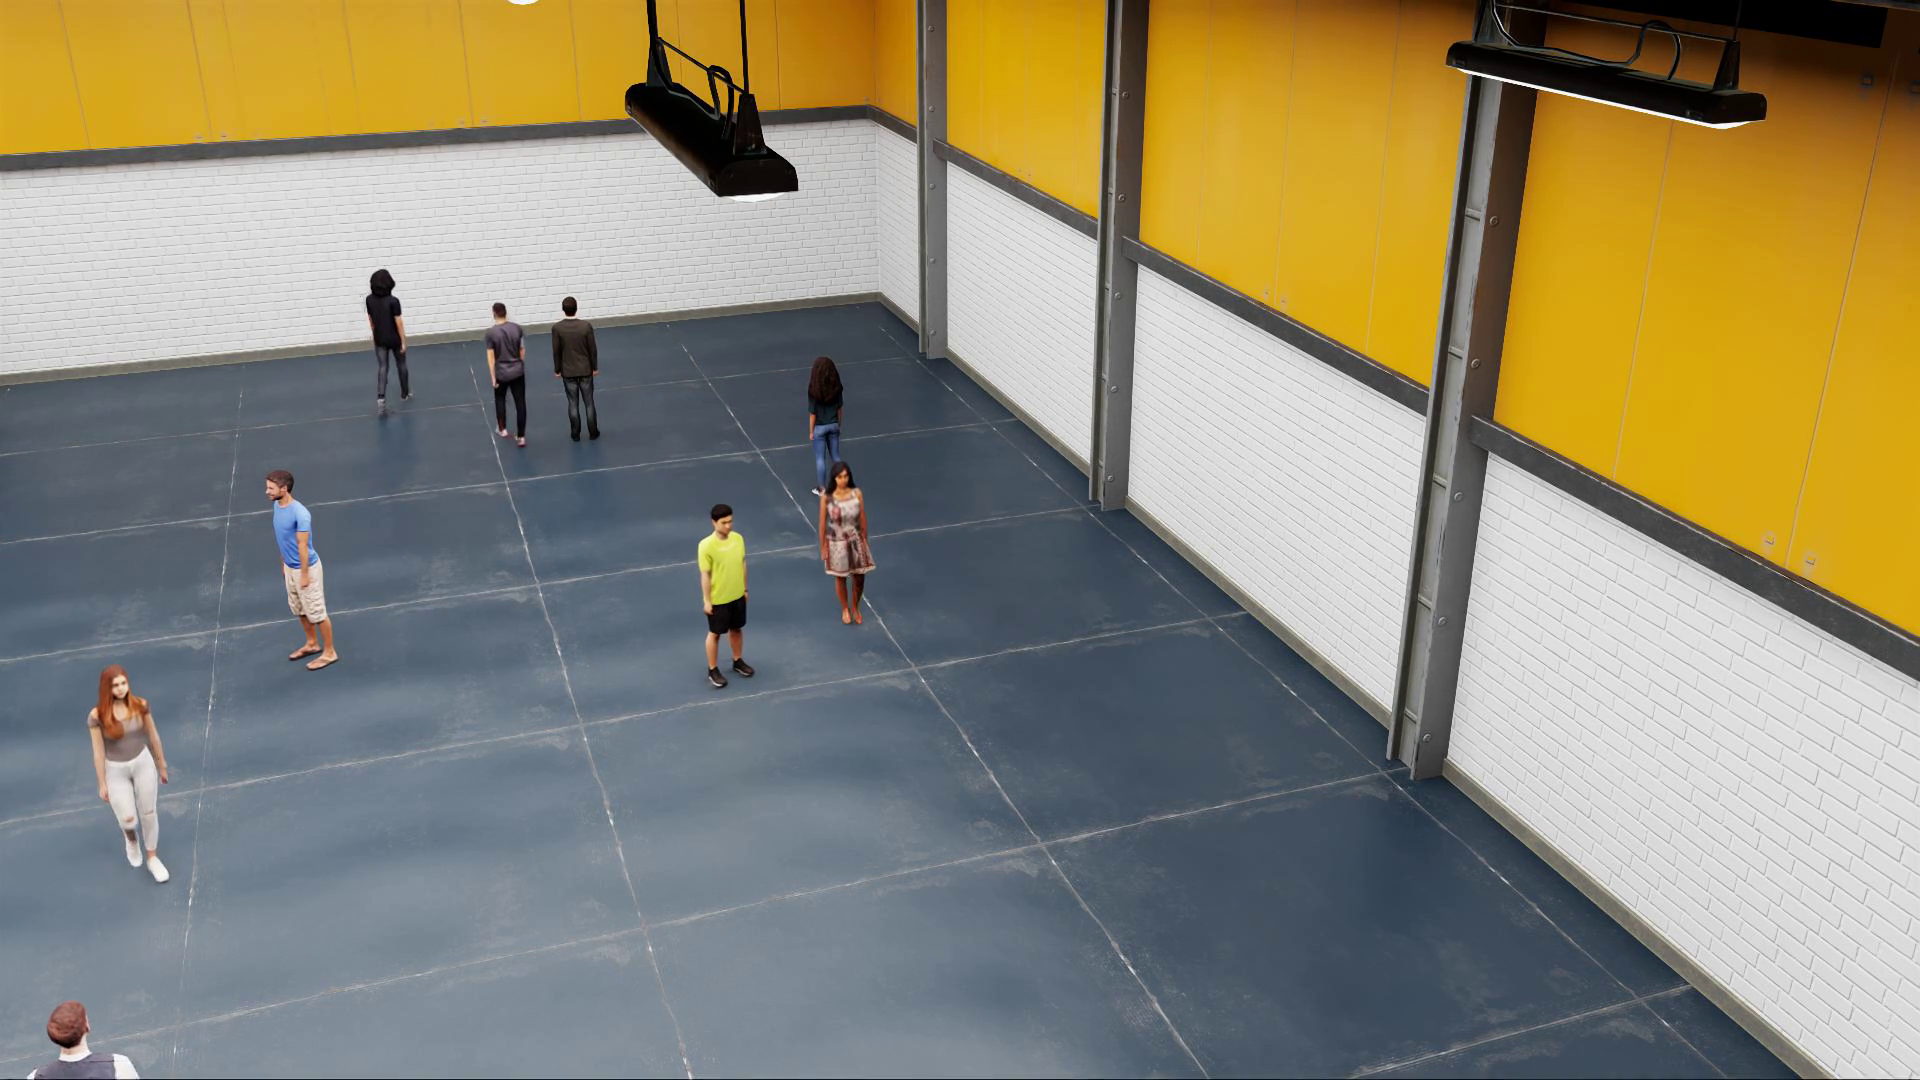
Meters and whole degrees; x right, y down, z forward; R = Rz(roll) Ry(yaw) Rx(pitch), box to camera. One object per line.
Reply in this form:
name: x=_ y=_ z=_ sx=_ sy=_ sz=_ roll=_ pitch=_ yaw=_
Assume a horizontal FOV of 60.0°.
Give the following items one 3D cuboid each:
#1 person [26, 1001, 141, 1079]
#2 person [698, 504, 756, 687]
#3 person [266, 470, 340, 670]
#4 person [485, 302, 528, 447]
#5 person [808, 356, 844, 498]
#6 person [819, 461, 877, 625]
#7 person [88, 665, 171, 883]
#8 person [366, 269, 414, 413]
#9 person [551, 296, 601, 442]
person: x=-4.254 y=3.150 z=8.190 sx=0.686 sy=1.924 sz=0.638 roll=-7 pitch=25 yaw=-15
person: x=-2.083 y=0.453 z=14.634 sx=0.680 sy=1.703 sz=0.654 roll=-19 pitch=30 yaw=-37
person: x=-5.918 y=0.232 z=14.941 sx=0.677 sy=1.863 sz=0.790 roll=18 pitch=29 yaw=35
person: x=-5.439 y=-1.983 z=20.164 sx=0.708 sy=1.738 sz=0.905 roll=-11 pitch=26 yaw=-24
person: x=-1.517 y=-1.282 z=18.713 sx=0.642 sy=1.616 sz=0.646 roll=-13 pitch=27 yaw=-28
person: x=-1.102 y=-0.003 z=15.761 sx=0.705 sy=1.636 sz=0.665 roll=-5 pitch=24 yaw=-11
person: x=-5.959 y=1.645 z=11.896 sx=0.728 sy=1.713 sz=0.790 roll=-18 pitch=30 yaw=-36
person: x=-7.401 y=-2.550 z=21.386 sx=0.885 sy=1.798 sz=1.174 roll=0 pitch=24 yaw=0
person: x=-4.688 y=-2.099 z=20.347 sx=0.715 sy=1.805 sz=0.596 roll=-4 pitch=24 yaw=-10
